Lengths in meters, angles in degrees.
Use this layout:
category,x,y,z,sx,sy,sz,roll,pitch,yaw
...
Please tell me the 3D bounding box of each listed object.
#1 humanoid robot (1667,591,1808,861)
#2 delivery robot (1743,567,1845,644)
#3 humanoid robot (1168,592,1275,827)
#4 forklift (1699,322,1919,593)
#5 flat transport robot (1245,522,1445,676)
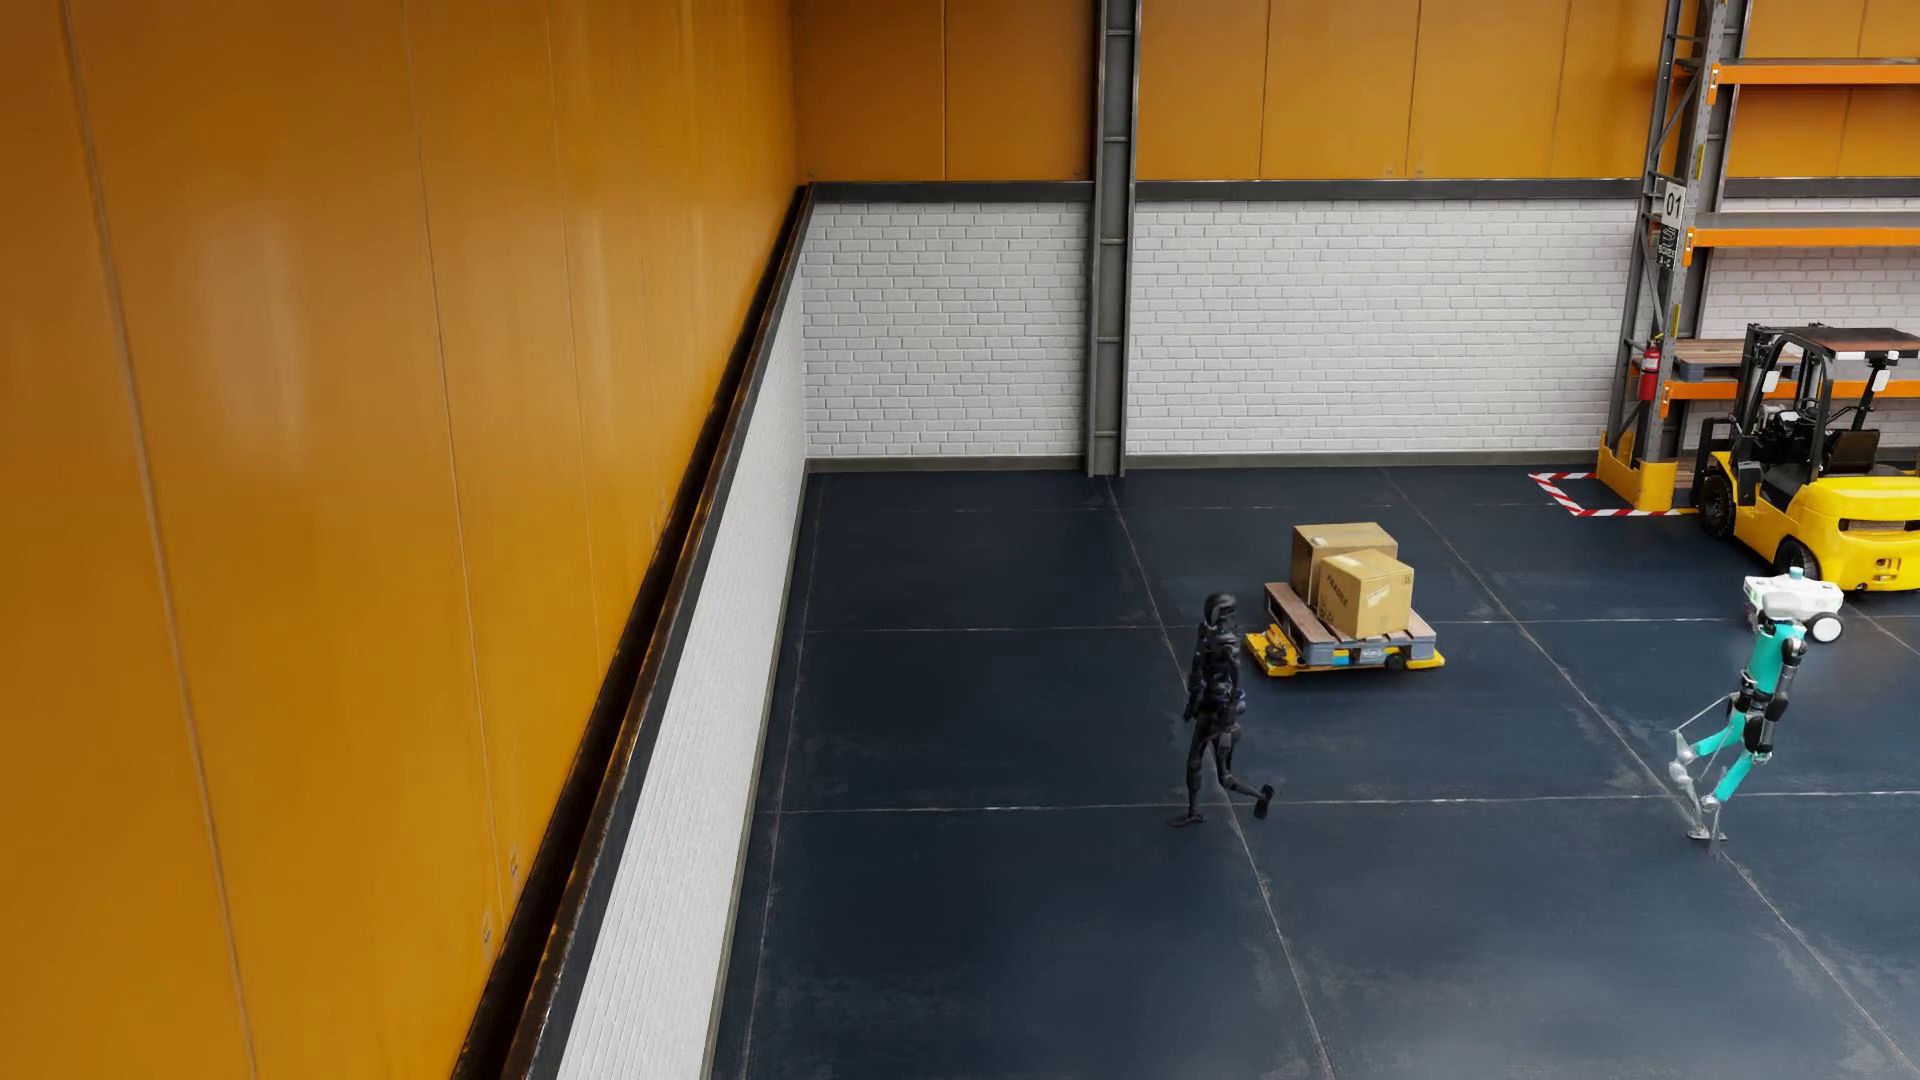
category,x,y,z,sx,sy,sz,roll,pitch,yaw
humanoid robot,4.724,1.208,10.320,0.720,1.898,0.542,2,20,6
delivery robot,6.893,0.529,13.730,0.783,0.611,0.504,3,21,9
humanoid robot,1.700,1.075,10.636,0.679,1.629,0.591,-7,21,-18
forklift,7.809,-0.792,14.926,1.214,2.155,2.313,-1,20,-2
flat transport robot,3.060,0.838,13.280,1.431,0.231,0.659,-3,20,-7
